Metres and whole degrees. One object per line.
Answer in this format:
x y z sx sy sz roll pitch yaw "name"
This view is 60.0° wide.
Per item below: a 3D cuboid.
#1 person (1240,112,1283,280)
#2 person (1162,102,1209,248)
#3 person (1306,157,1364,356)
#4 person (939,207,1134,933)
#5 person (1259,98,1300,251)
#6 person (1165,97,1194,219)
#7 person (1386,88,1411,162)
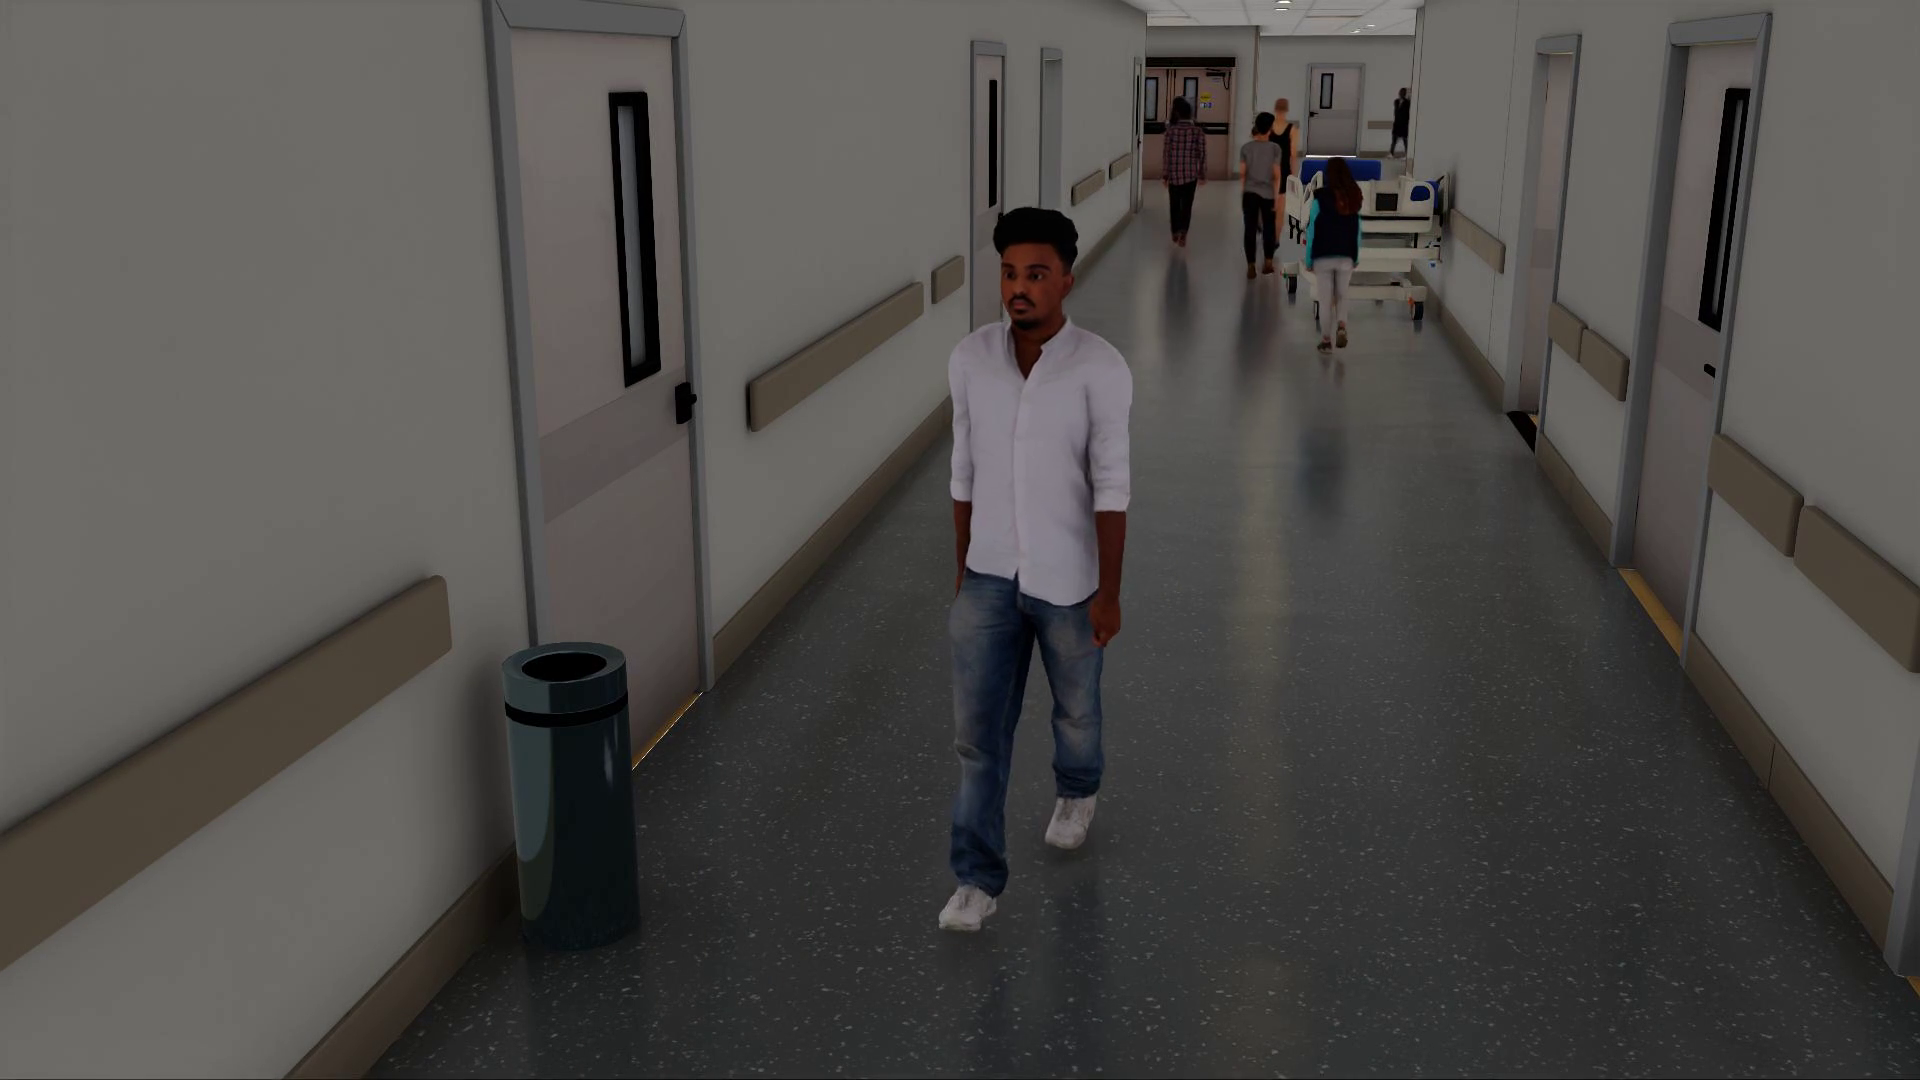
3.103 -3.579 17.366 0.822 1.697 0.738 5 17 18 "person"
2.723 -4.414 20.280 1.063 1.722 0.766 2 16 8 "person"
2.877 -2.161 12.704 0.636 1.498 0.711 -1 16 -4 "person"
0.236 0.057 4.339 1.132 1.768 0.829 5 17 18 "person"
3.757 -4.347 19.911 0.980 1.794 0.747 4 16 12 "person"
3.039 -5.194 22.970 0.776 1.764 0.746 1 16 4 "person"
10.684 -9.972 40.040 1.110 1.697 1.136 -14 21 -40 "person"
